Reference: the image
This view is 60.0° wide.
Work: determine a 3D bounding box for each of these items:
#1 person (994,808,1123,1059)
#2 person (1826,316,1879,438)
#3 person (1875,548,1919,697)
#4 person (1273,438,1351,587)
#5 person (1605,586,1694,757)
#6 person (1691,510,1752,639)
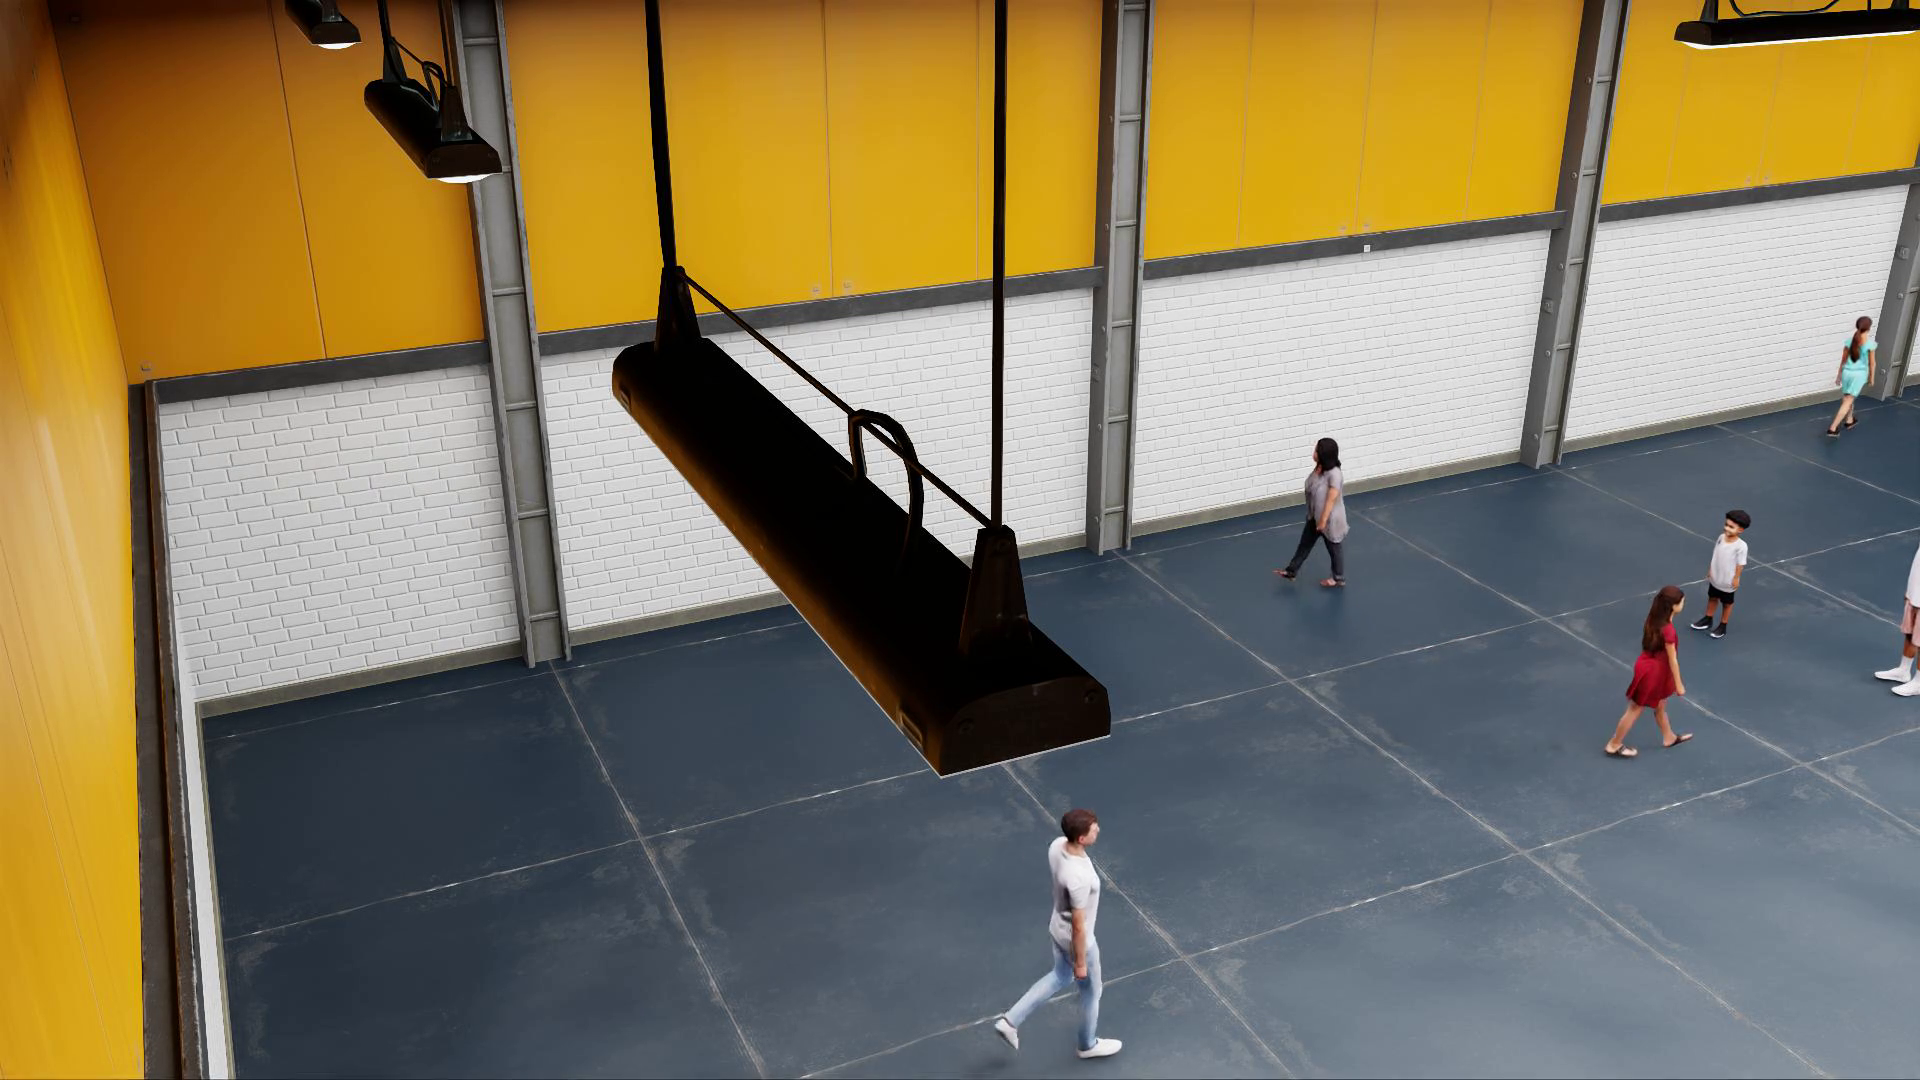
[{"bbox_3d":[0.602,2.438,10.135,1.073,1.828,0.751,-7,25,-15],"label":"person"},{"bbox_3d":[11.068,-1.988,20.645,1.112,1.520,0.678,-16,28,-32],"label":"person"},{"bbox_3d":[8.498,0.514,14.595,0.729,1.781,0.727,1,24,2],"label":"person"},{"bbox_3d":[3.732,-0.261,16.625,1.019,1.576,0.786,-4,24,-9],"label":"person"},{"bbox_3d":[5.577,1.102,13.576,1.053,1.520,0.829,1,24,2],"label":"person"},{"bbox_3d":[7.251,0.299,15.736,0.493,1.262,0.483,-12,26,-25],"label":"person"}]
